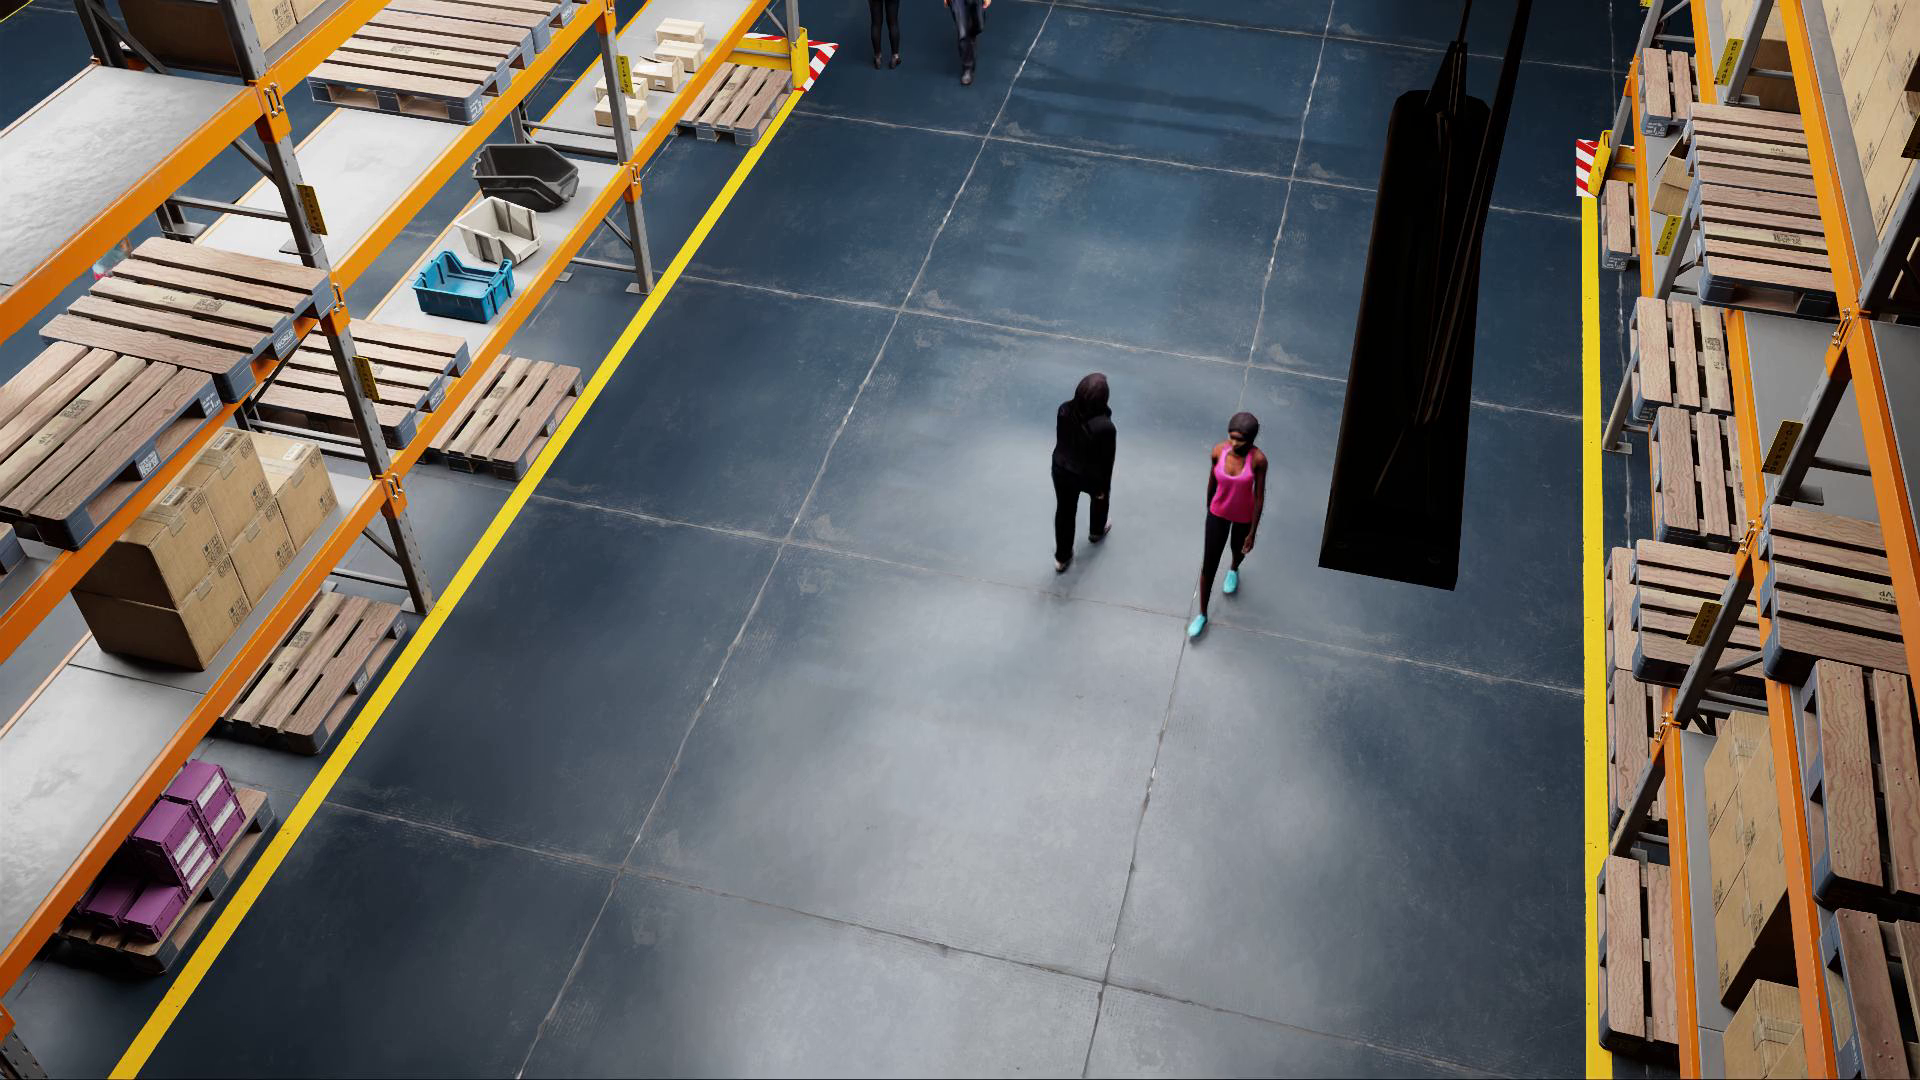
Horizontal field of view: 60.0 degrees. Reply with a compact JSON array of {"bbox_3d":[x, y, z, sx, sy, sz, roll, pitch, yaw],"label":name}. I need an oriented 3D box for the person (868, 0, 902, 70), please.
[{"bbox_3d":[-0.786,-5.609,16.939,0.634,1.656,0.592,0,44,0],"label":"person"}]

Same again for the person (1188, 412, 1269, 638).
[{"bbox_3d":[1.877,-0.203,11.238,0.613,1.692,1.016,15,46,15],"label":"person"}]

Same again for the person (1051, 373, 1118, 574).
[{"bbox_3d":[0.808,-0.410,11.532,0.751,1.587,0.920,17,46,17],"label":"person"}]

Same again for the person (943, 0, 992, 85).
[{"bbox_3d":[0.062,-5.565,16.808,0.861,1.772,1.113,-3,44,-3],"label":"person"}]
